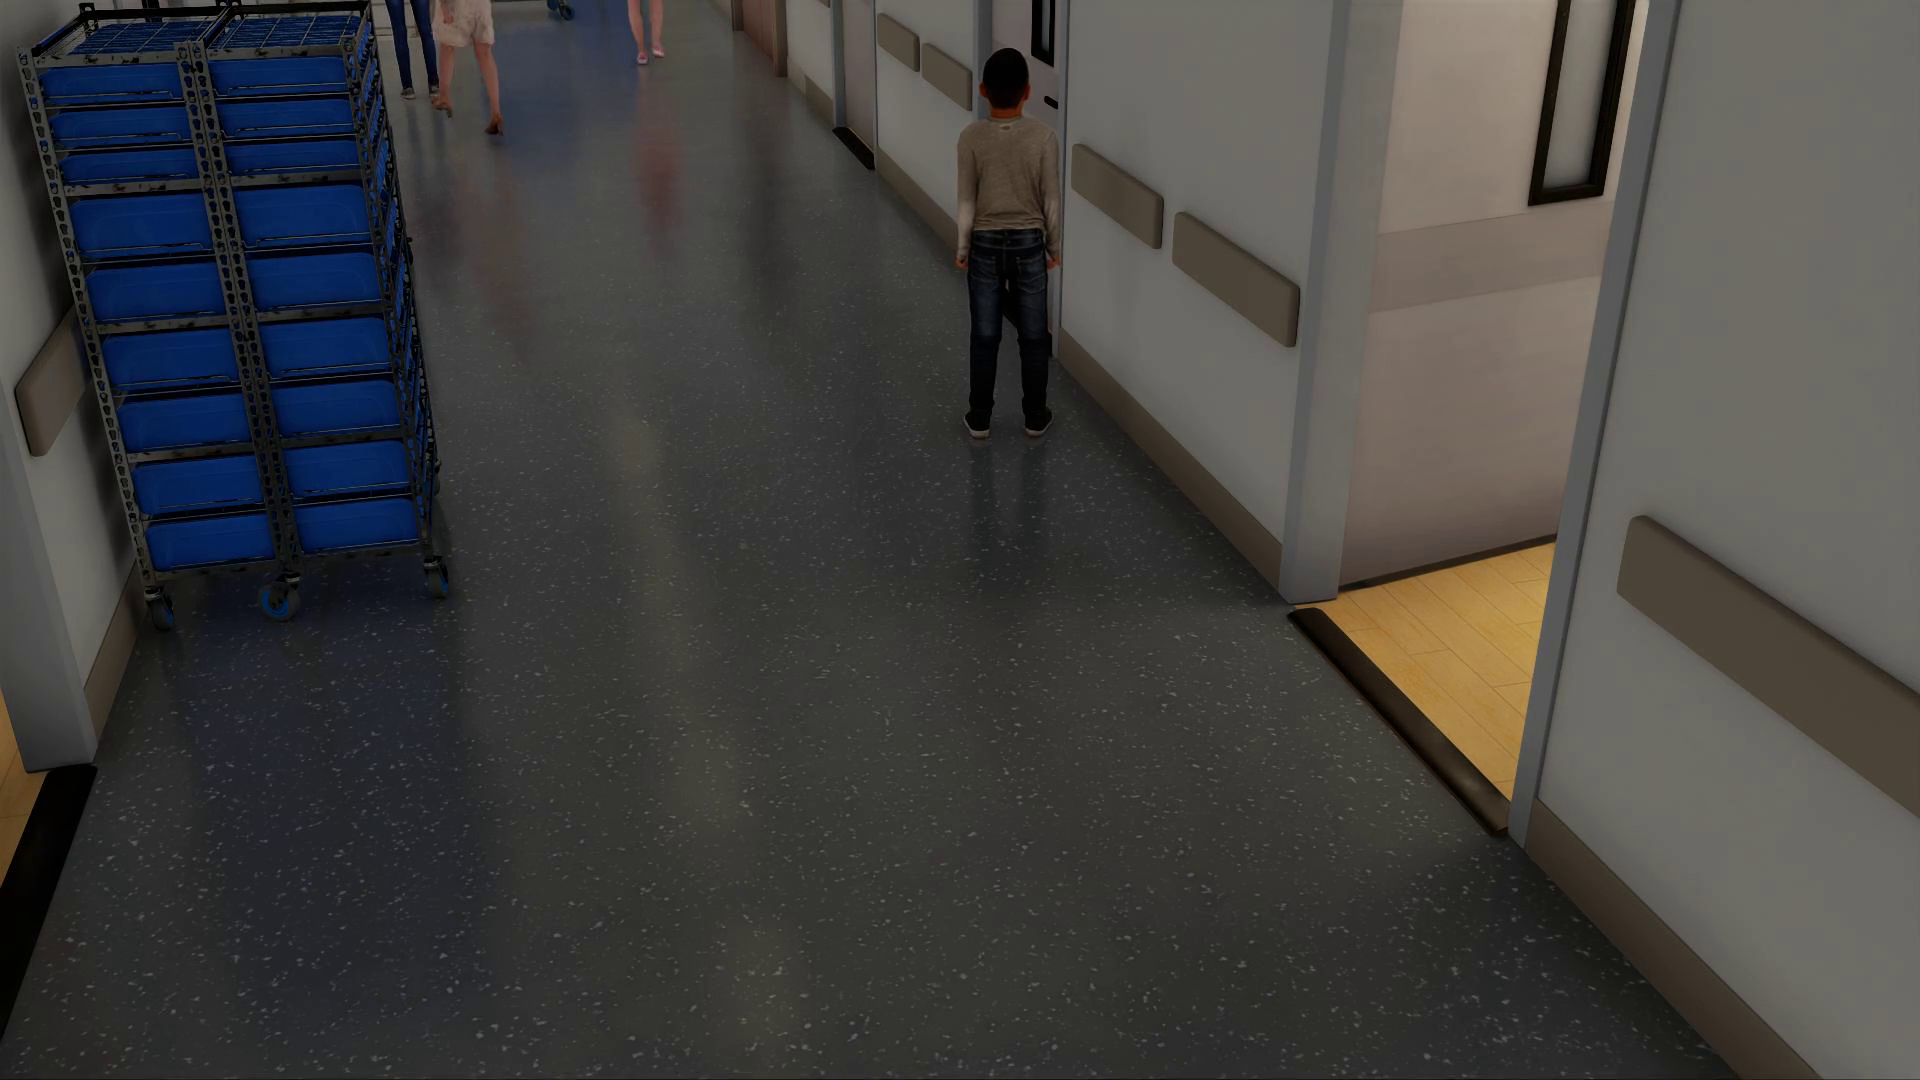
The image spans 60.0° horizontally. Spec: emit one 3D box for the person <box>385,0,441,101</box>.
[{"bbox_3d":[-4.124,-4.172,12.317,0.584,1.741,0.518,-9,27,-17],"label":"person"}]

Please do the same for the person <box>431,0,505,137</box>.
[{"bbox_3d":[-3.229,-3.517,11.022,0.964,1.686,1.227,-22,34,-38],"label":"person"}]

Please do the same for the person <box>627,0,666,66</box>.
[{"bbox_3d":[-2.636,-4.777,13.568,0.607,1.744,0.625,-4,26,-9],"label":"person"}]

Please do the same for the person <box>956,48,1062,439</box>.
[{"bbox_3d":[0.177,-1.092,6.248,0.603,1.465,0.591,1,26,1],"label":"person"}]
